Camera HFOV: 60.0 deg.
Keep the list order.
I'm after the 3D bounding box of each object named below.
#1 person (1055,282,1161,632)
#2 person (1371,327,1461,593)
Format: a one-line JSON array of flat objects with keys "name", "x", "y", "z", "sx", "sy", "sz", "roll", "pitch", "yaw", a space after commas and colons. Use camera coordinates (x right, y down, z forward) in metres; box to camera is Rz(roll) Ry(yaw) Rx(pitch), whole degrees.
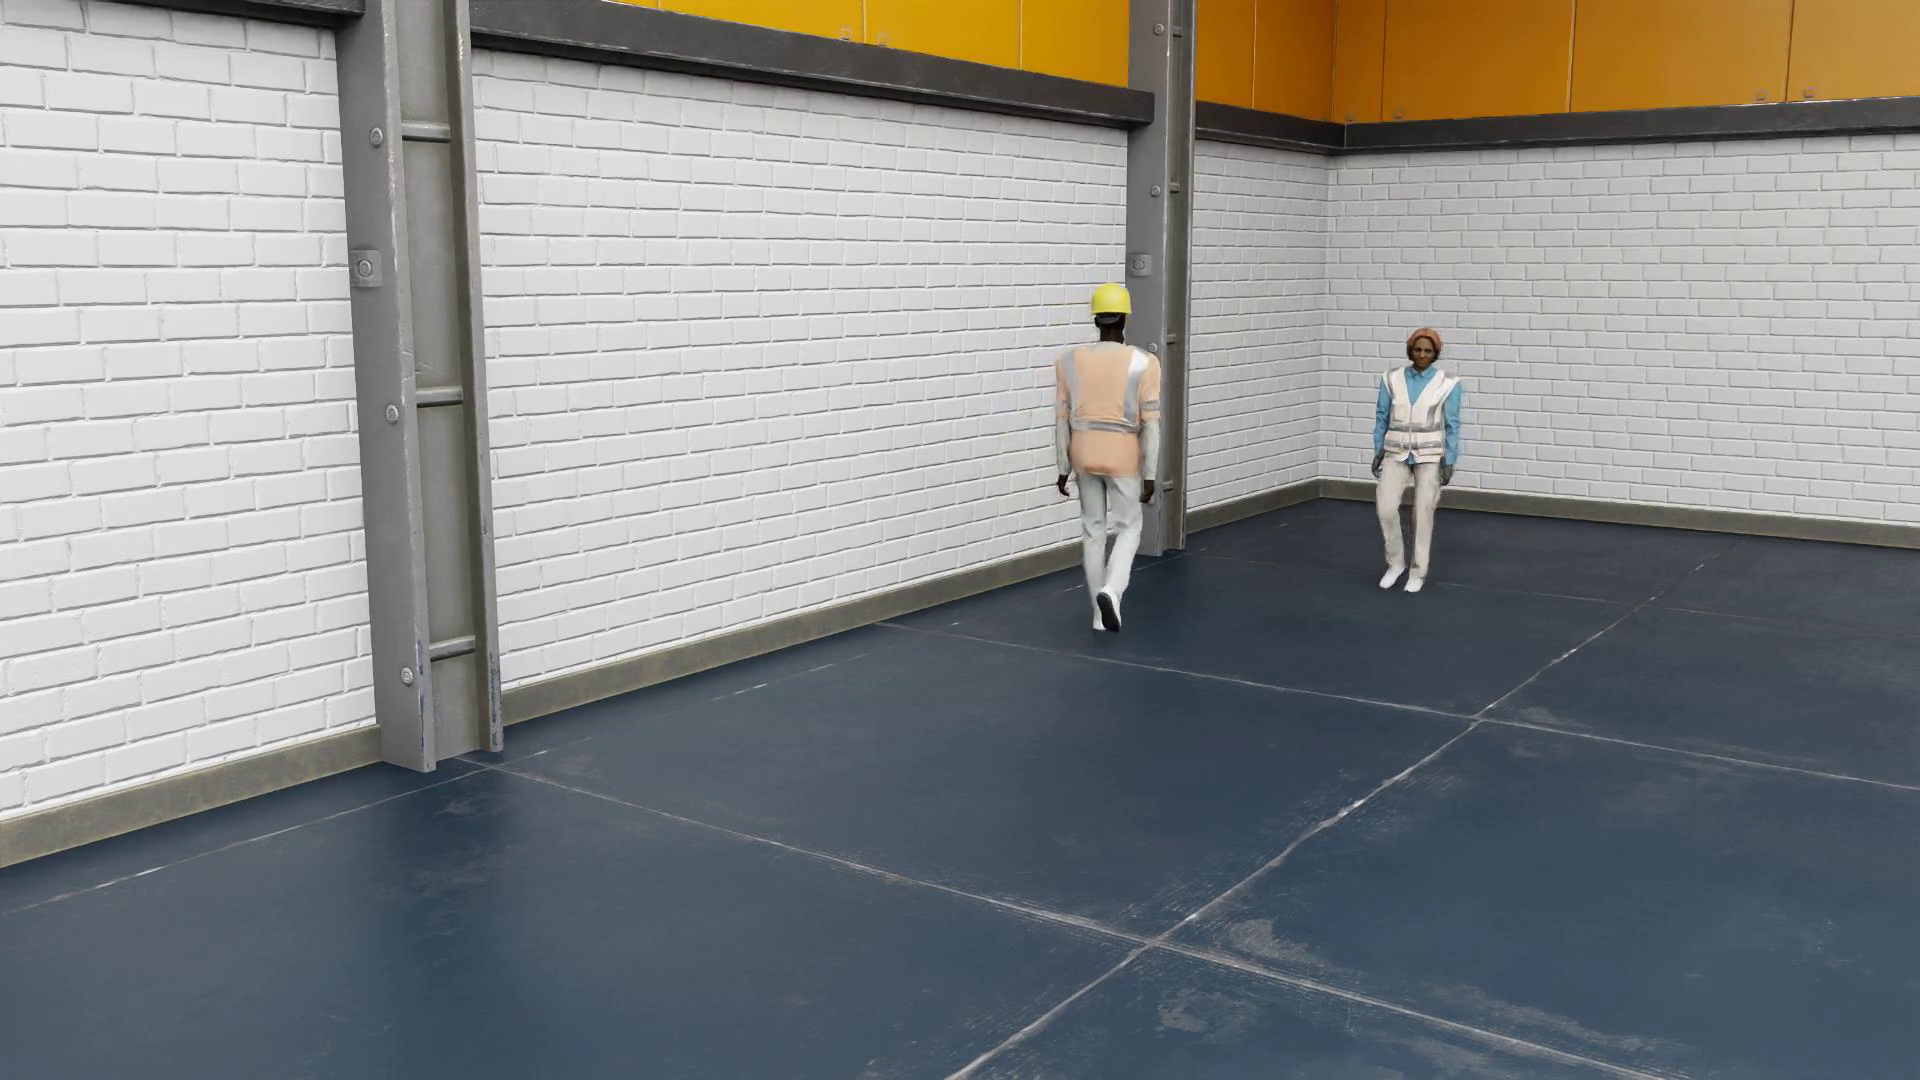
[{"name": "person", "x": 0.777, "y": -0.418, "z": 8.917, "sx": 0.589, "sy": 1.911, "sz": 0.559, "roll": 3, "pitch": 10, "yaw": 18}, {"name": "person", "x": 2.756, "y": -0.476, "z": 10.099, "sx": 0.530, "sy": 1.618, "sz": 0.393, "roll": 6, "pitch": 11, "yaw": 30}]
